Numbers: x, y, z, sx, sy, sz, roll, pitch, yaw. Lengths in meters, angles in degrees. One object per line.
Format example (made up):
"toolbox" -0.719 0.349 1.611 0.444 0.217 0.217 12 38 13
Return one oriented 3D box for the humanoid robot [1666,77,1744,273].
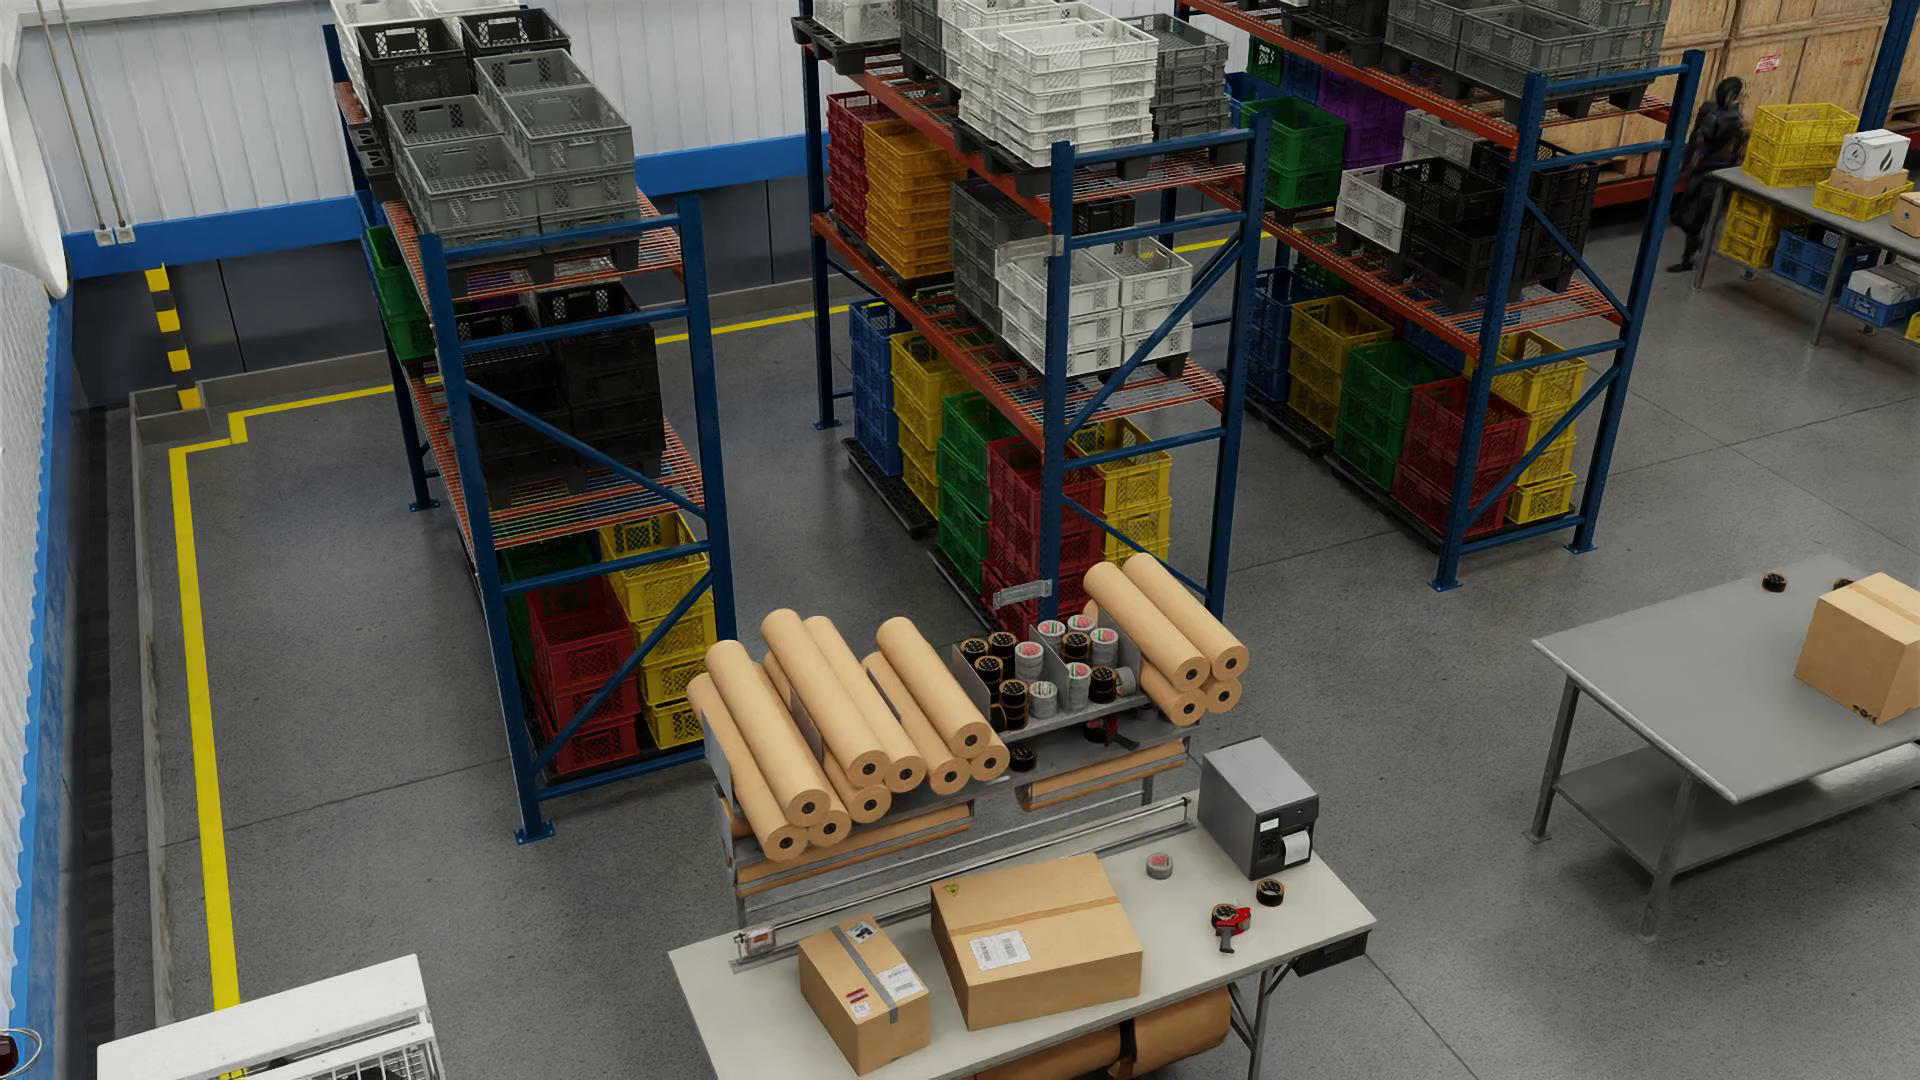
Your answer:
"humanoid robot" 6.027 -2.948 13.423 0.380 1.644 0.623 -10 33 -15
